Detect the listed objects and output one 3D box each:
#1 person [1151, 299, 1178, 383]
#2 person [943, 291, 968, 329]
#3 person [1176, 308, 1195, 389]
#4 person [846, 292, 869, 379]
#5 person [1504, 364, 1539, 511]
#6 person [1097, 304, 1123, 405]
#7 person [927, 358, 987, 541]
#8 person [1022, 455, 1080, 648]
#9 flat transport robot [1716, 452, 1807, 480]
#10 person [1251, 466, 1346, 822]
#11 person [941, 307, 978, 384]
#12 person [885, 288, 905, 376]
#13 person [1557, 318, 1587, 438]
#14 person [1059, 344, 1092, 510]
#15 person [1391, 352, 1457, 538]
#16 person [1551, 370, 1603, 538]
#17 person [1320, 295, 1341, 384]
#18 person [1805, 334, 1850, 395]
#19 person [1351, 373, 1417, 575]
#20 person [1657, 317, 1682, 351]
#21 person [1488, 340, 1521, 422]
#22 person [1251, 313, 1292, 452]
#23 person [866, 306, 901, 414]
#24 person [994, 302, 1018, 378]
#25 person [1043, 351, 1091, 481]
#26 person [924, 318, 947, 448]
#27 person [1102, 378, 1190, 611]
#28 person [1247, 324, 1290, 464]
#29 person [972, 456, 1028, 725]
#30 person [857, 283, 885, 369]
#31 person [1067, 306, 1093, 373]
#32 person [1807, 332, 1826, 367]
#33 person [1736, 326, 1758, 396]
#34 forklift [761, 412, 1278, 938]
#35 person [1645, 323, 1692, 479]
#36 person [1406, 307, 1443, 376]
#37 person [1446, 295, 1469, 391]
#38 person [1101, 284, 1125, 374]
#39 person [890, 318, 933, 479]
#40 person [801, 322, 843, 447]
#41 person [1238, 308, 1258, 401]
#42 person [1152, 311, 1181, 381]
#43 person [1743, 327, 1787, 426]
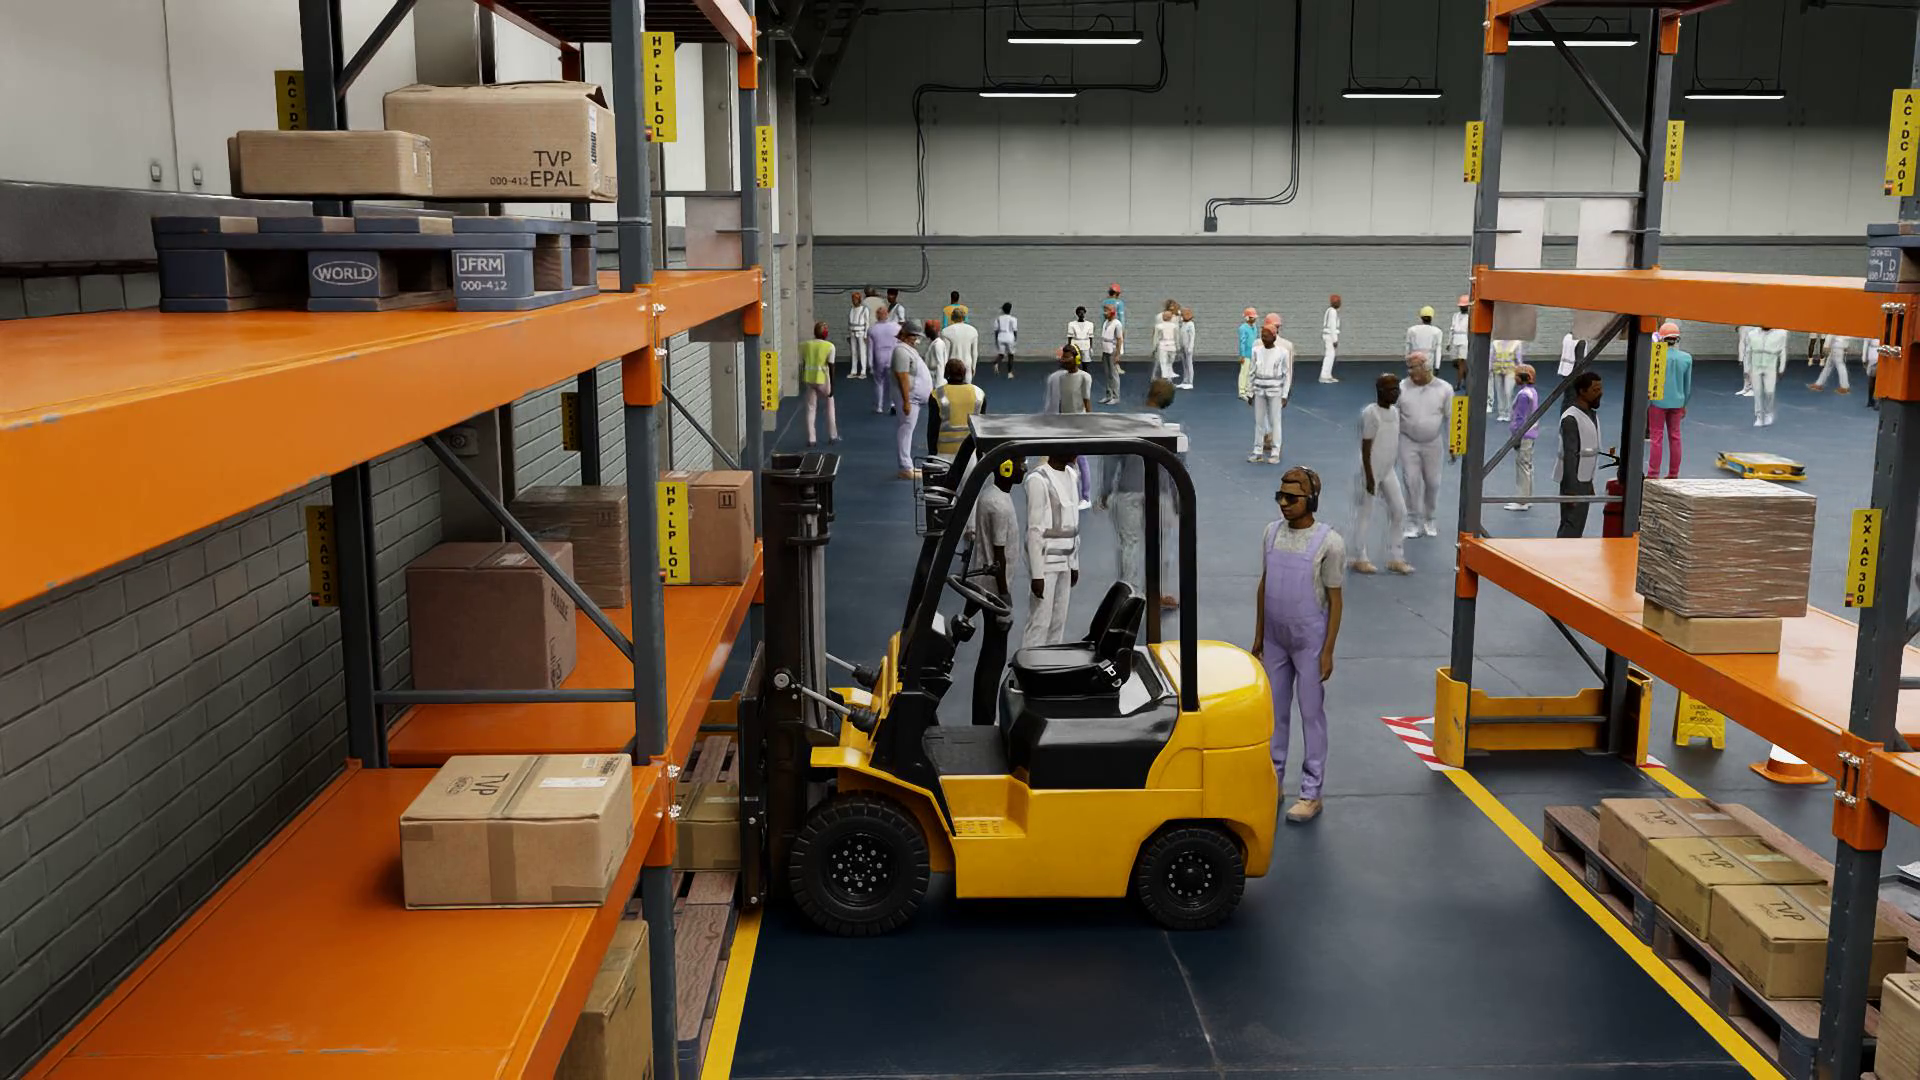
[{"bbox_3d":[4.197,-4.040,34.186,0.557,1.820,0.546,-5,11,-26],"label":"person"},{"bbox_3d":[-0.100,-4.439,36.128,0.593,1.920,0.391,-4,11,-22],"label":"person"},{"bbox_3d":[4.617,-3.903,33.940,0.279,1.633,0.498,-3,11,-16],"label":"person"},{"bbox_3d":[-2.245,-4.479,36.441,0.573,1.887,0.355,7,12,35],"label":"person"},{"bbox_3d":[6.293,-1.143,18.574,0.312,1.631,0.516,6,12,29],"label":"person"},{"bbox_3d":[2.792,-3.409,30.591,0.372,1.843,0.570,-4,11,-22],"label":"person"},{"bbox_3d":[-0.049,-0.890,16.574,0.633,1.842,0.429,-4,11,-23],"label":"person"},{"bbox_3d":[0.592,0.163,10.623,0.350,1.877,0.577,6,12,29],"label":"person"},{"bbox_3d":[10.248,-0.951,21.288,0.652,0.197,1.431,1,10,7],"label":"flat transport robot"},{"bbox_3d":[1.737,0.532,8.637,0.344,1.847,0.505,-9,14,-42],"label":"person"},{"bbox_3d":[-0.021,-2.782,26.843,0.629,1.940,0.379,-4,11,-21],"label":"person"},{"bbox_3d":[-1.467,-4.581,36.782,0.369,1.967,0.601,-8,13,-36],"label":"person"},{"bbox_3d":[9.284,-2.468,25.186,0.410,1.908,0.599,-1,10,-3],"label":"person"},{"bbox_3d":[1.273,-1.266,18.638,0.329,1.861,0.506,-9,13,-40],"label":"person"},{"bbox_3d":[4.689,-0.965,16.874,0.696,1.898,0.397,2,10,13],"label":"person"},{"bbox_3d":[5.211,-0.473,14.038,0.392,1.920,0.592,7,12,34],"label":"person"},{"bbox_3d":[7.860,-4.254,35.239,0.374,1.880,0.621,1,10,7],"label":"person"},{"bbox_3d":[17.135,-3.825,32.735,0.639,1.900,0.955,-9,14,-42],"label":"person"},{"bbox_3d":[3.796,-0.572,14.842,0.536,1.818,0.721,-7,12,-33],"label":"person"},{"bbox_3d":[16.429,-4.945,38.610,0.681,2.000,0.536,-4,11,-23],"label":"person"},{"bbox_3d":[8.995,-2.754,27.591,0.528,1.610,0.740,7,12,34],"label":"person"},{"bbox_3d":[4.402,-2.223,23.605,0.648,1.980,0.434,-2,10,-10],"label":"person"},{"bbox_3d":[-1.303,-3.120,28.927,0.656,1.912,0.700,0,10,-1],"label":"person"},{"bbox_3d":[0.983,-4.356,36.344,0.533,1.676,0.578,5,11,26],"label":"person"},{"bbox_3d":[1.274,-1.519,20.491,0.945,1.698,0.565,-8,13,-39],"label":"person"},{"bbox_3d":[-0.351,-2.274,24.164,0.337,1.883,0.584,-1,10,-5],"label":"person"},{"bbox_3d":[1.498,-0.351,13.437,0.699,1.897,0.359,0,10,-1],"label":"person"},{"bbox_3d":[4.162,-1.968,22.460,0.584,1.882,0.337,8,13,36],"label":"person"},{"bbox_3d":[0.232,0.319,9.807,0.328,1.861,0.506,-1,10,-6],"label":"person"},{"bbox_3d":[-2.125,-5.004,38.938,0.687,2.000,0.671,-7,12,-33],"label":"person"},{"bbox_3d":[2.419,-3.844,33.423,0.537,1.700,0.318,-1,10,-6],"label":"person"},{"bbox_3d":[20.674,-5.188,39.954,0.373,2.043,0.615,-9,14,-43],"label":"person"},{"bbox_3d":[15.388,-3.675,32.362,0.295,1.744,0.484,0,10,2],"label":"person"},{"bbox_3d":[0.291,0.548,7.580,2.313,2.155,1.214,0,10,-2],"label":"forklift"},{"bbox_3d":[8.684,-1.671,20.494,0.611,1.996,0.379,-2,10,-9],"label":"person"},{"bbox_3d":[7.970,-3.061,28.590,0.589,1.883,0.972,3,11,14],"label":"person"},{"bbox_3d":[10.105,-3.960,33.455,0.691,1.917,0.568,-7,12,-33],"label":"person"},{"bbox_3d":[3.479,-4.762,37.588,0.605,2.042,0.385,9,13,40],"label":"person"},{"bbox_3d":[-0.612,-1.804,21.109,0.536,2.000,0.673,1,10,3],"label":"person"},{"bbox_3d":[-2.036,-2.297,24.483,0.597,1.806,0.865,4,11,22],"label":"person"},{"bbox_3d":[5.450,-3.499,31.348,0.330,1.750,0.572,7,13,36],"label":"person"},{"bbox_3d":[4.159,-3.824,33.594,0.585,1.583,0.839,-1,10,-8],"label":"person"},{"bbox_3d":[13.033,-2.786,26.971,0.613,1.895,0.468,8,13,37],"label":"person"}]
